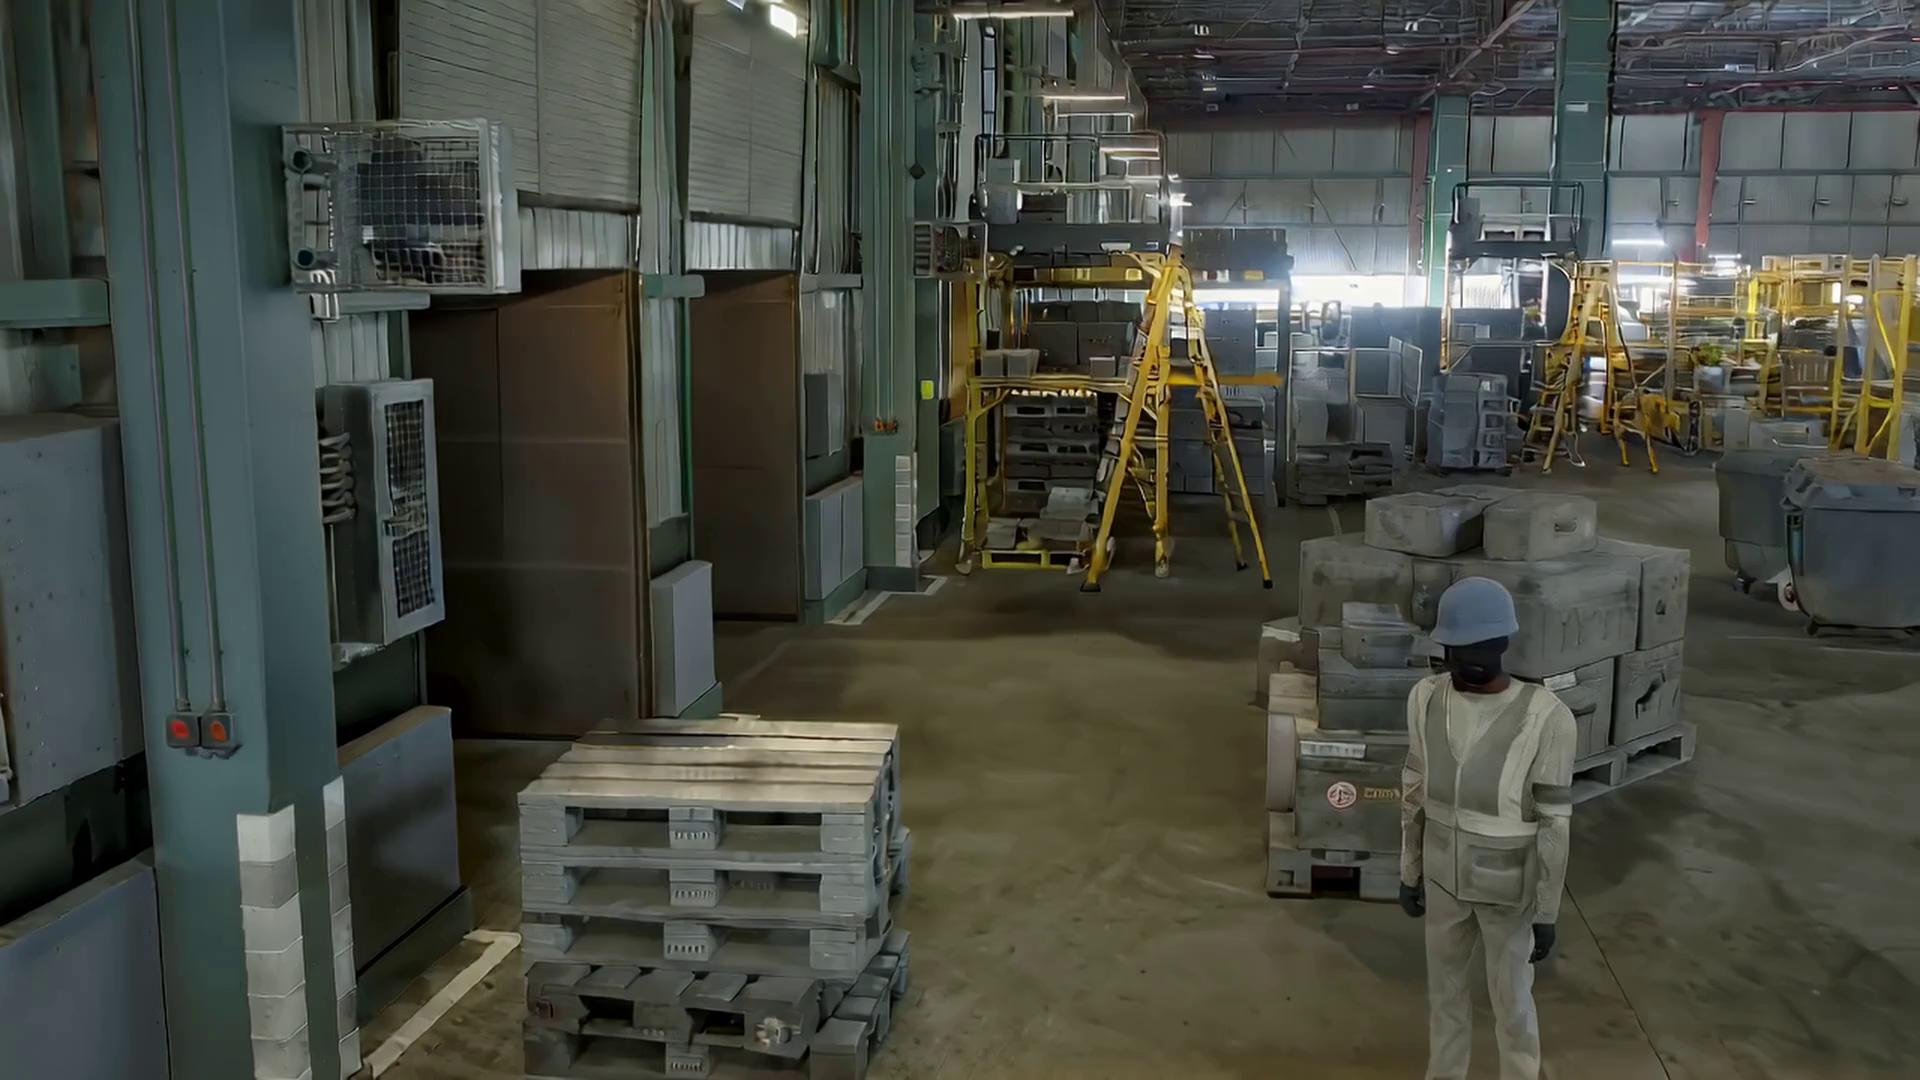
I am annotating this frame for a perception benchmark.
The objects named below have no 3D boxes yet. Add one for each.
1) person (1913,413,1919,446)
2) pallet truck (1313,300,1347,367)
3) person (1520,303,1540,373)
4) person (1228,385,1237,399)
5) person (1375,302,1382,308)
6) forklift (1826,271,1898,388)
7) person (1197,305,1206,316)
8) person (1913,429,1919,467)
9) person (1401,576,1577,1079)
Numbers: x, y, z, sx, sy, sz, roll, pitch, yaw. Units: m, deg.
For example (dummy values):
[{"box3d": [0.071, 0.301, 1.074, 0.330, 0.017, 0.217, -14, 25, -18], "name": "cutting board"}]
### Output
[{"box3d": [15.684, -2.362, 26.851, 0.485, 1.737, 0.320, -4, 10, -24], "name": "person"}, {"box3d": [11.159, -6.200, 49.718, 0.823, 1.965, 1.885, 4, 10, 26], "name": "pallet truck"}, {"box3d": [15.881, -5.627, 46.367, 0.635, 1.937, 0.352, -1, 9, -7], "name": "person"}, {"box3d": [5.717, -3.604, 34.838, 0.315, 1.634, 0.516, -2, 10, -15], "name": "person"}, {"box3d": [13.207, -6.584, 52.478, 0.595, 1.866, 0.643, -6, 11, -33], "name": "person"}, {"box3d": [21.069, -4.771, 38.191, 1.873, 2.768, 1.129, 1, 9, 9], "name": "forklift"}, {"box3d": [6.411, -5.316, 44.487, 0.543, 1.929, 0.387, -8, 12, -42], "name": "person"}, {"box3d": [10.200, -0.879, 17.389, 0.346, 1.841, 0.506, -2, 9, -12], "name": "person"}, {"box3d": [1.613, 1.057, 5.209, 0.395, 1.920, 0.585, -8, 12, -40], "name": "person"}]
